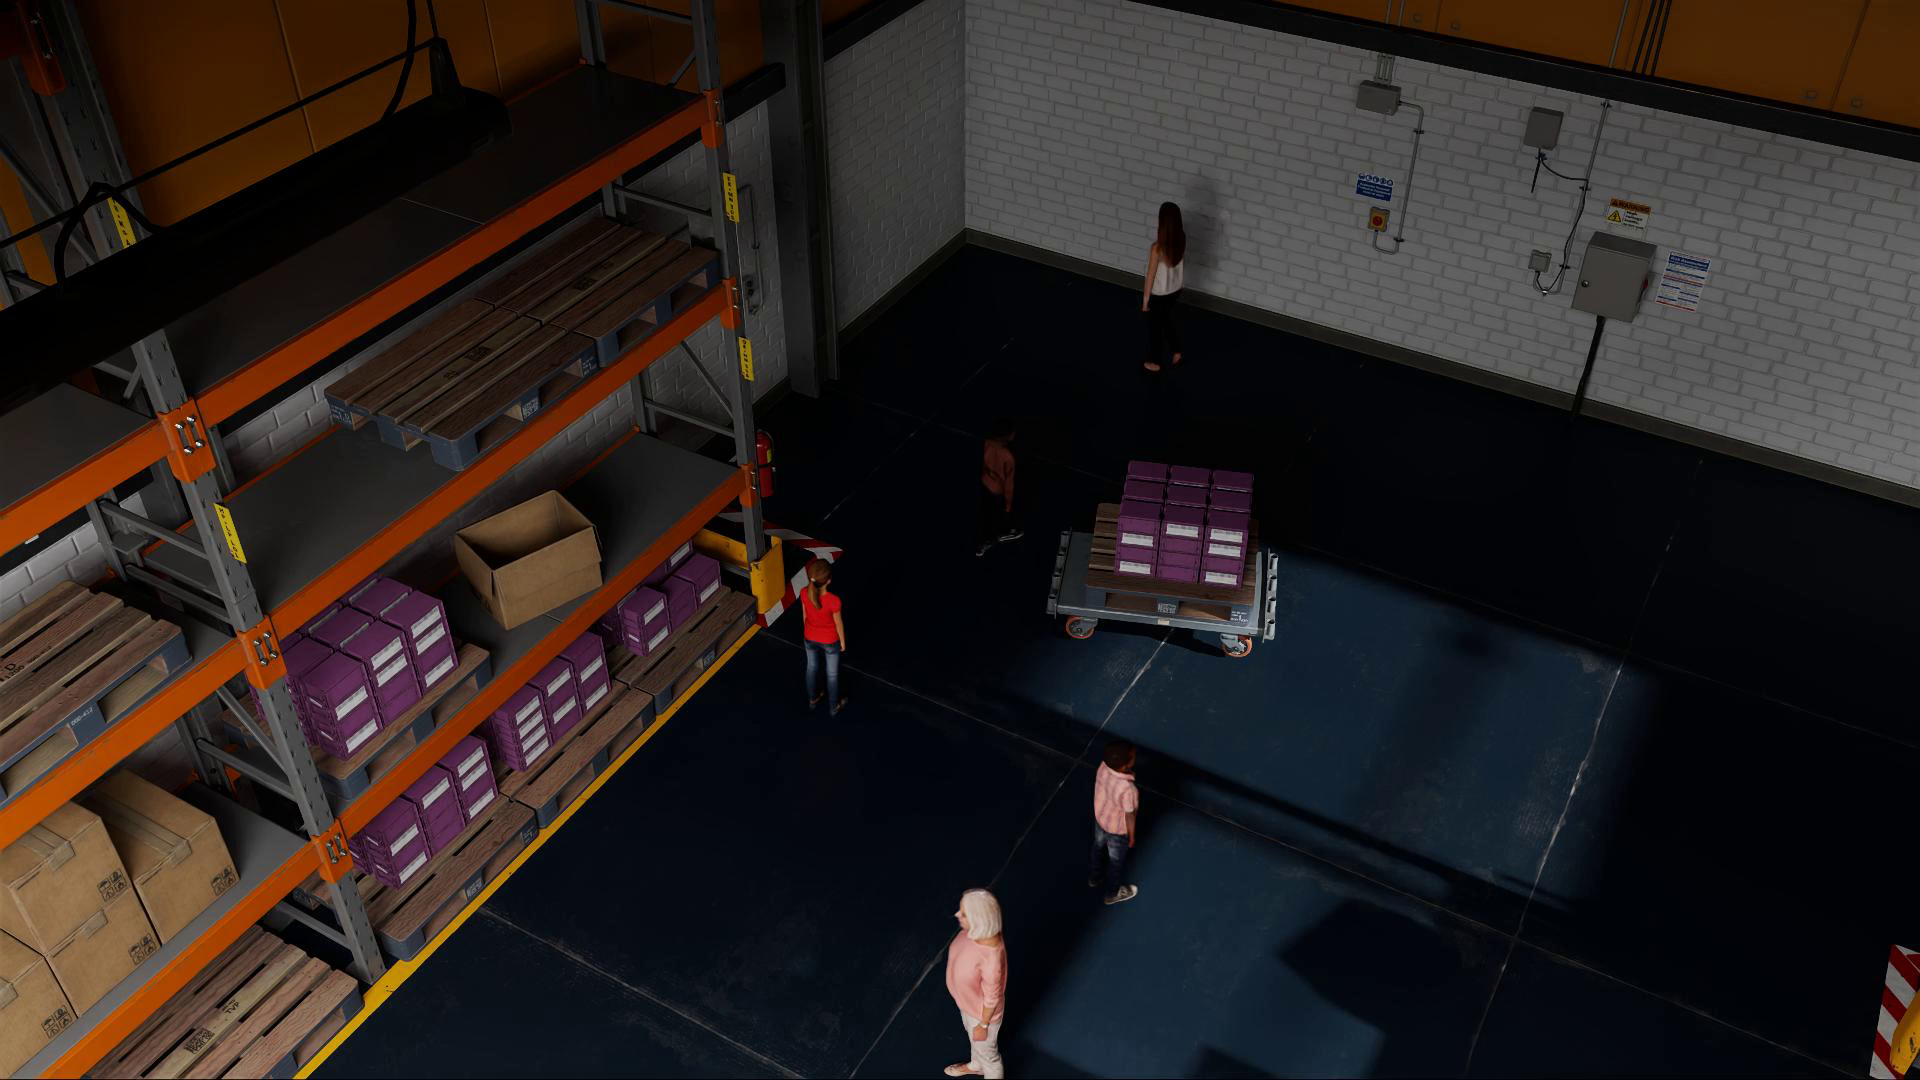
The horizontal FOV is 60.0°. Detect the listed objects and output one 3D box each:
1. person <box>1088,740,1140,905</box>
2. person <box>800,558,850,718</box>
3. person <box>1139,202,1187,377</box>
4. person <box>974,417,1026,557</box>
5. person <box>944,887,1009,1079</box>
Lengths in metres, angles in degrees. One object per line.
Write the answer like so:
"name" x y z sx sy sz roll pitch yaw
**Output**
"person" 0.927 1.691 10.096 0.590 1.307 0.565 -20 43 -23
"person" -0.949 0.668 11.376 0.491 1.307 0.511 14 41 17
"person" 1.849 -2.149 14.576 0.727 1.717 0.769 -28 47 -31
"person" 0.252 -0.380 12.752 0.710 1.228 0.790 32 48 33
"person" 0.106 2.427 8.839 0.732 1.725 0.675 -10 40 -12
